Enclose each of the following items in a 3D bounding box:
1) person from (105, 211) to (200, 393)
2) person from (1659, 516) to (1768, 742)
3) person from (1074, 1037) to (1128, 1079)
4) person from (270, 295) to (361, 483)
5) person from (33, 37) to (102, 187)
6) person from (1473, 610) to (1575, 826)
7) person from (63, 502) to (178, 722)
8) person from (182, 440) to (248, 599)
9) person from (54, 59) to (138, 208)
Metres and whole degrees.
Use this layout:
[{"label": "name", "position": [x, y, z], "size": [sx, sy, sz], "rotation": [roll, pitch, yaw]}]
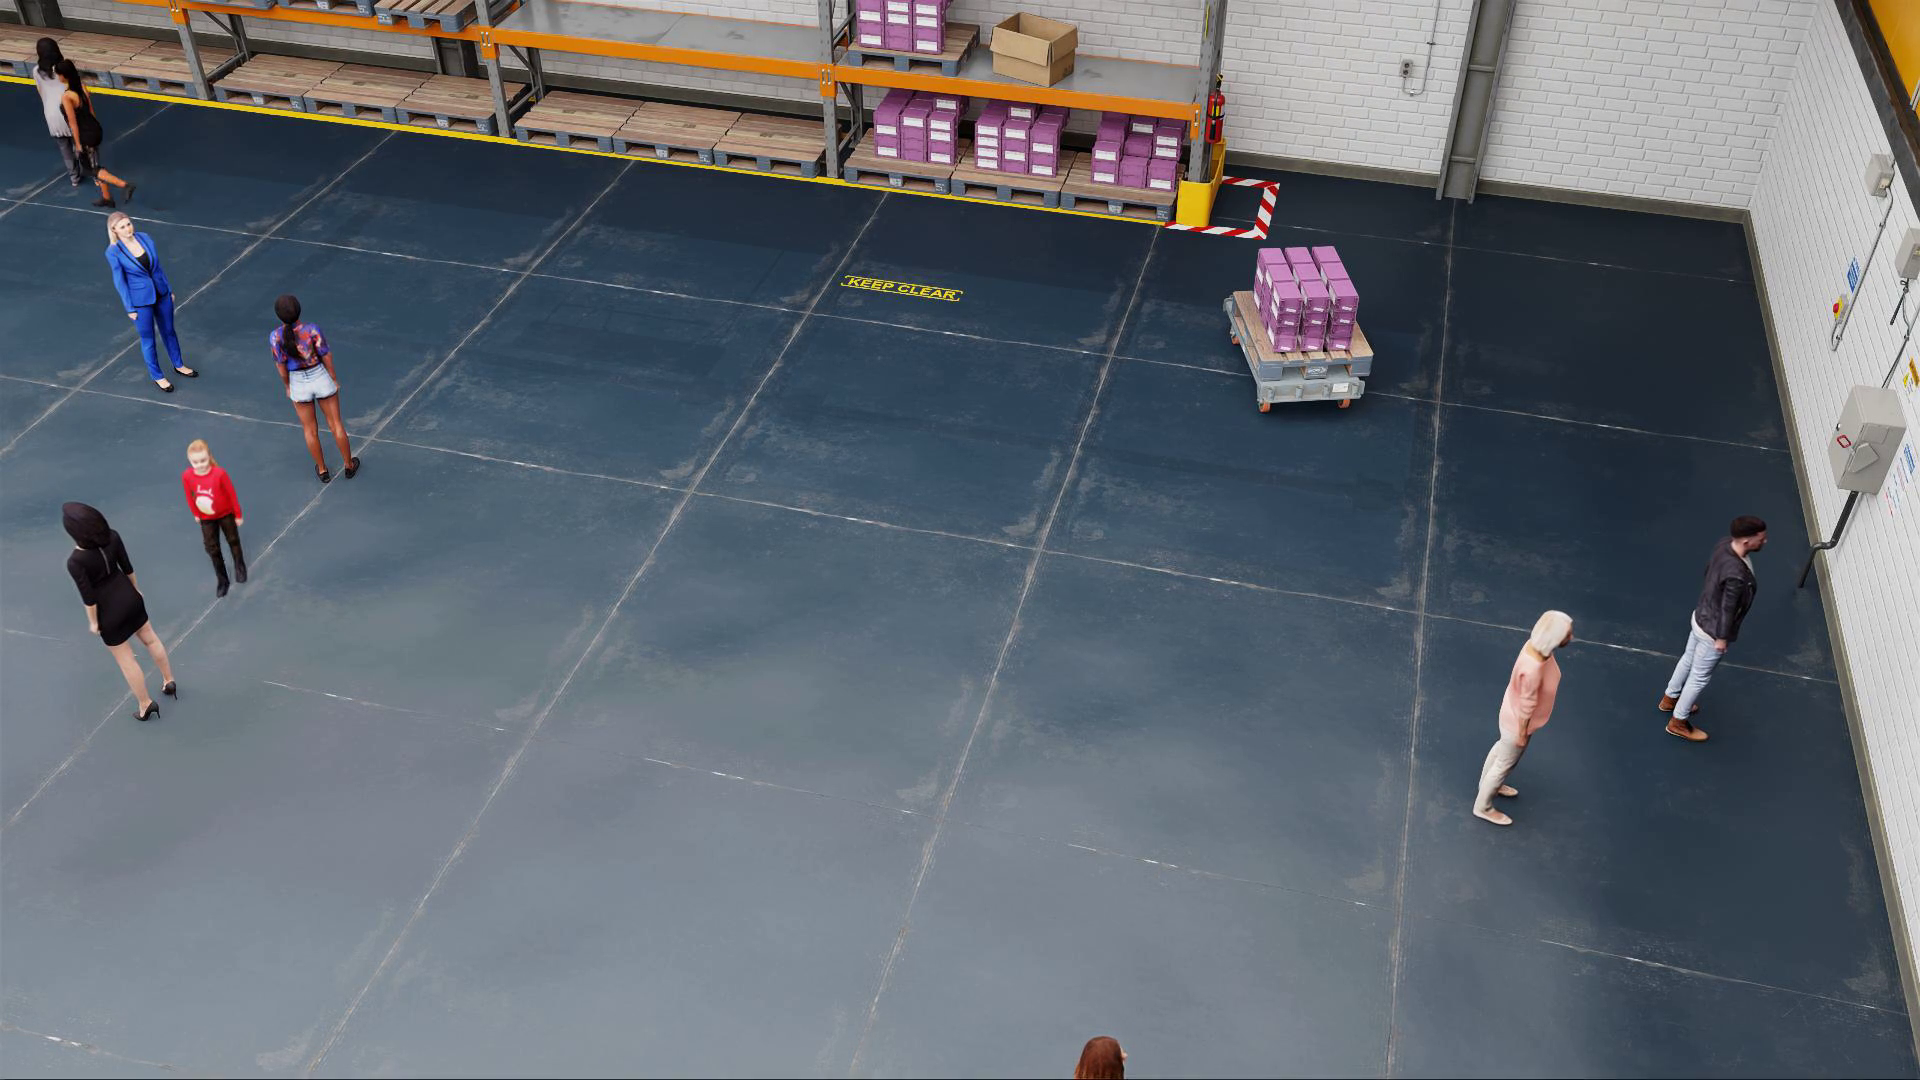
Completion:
[{"label": "person", "position": [-7.205, -2.137, 14.745], "size": [0.622, 1.700, 0.674], "rotation": [19, 42, 22]}, {"label": "person", "position": [5.095, 0.566, 11.251], "size": [0.568, 1.837, 0.677], "rotation": [5, 39, 7]}, {"label": "person", "position": [0.669, 3.019, 8.279], "size": [0.678, 1.712, 0.646], "rotation": [-11, 40, -13]}, {"label": "person", "position": [-5.302, -1.248, 13.597], "size": [0.630, 1.743, 0.732], "rotation": [-12, 40, -14]}, {"label": "person", "position": [-9.629, -4.605, 17.911], "size": [0.706, 1.604, 0.785], "rotation": [-3, 39, -4]}, {"label": "person", "position": [3.593, 1.110, 10.660], "size": [0.550, 1.722, 0.613], "rotation": [14, 41, 17]}, {"label": "person", "position": [-5.757, 0.484, 11.377], "size": [0.511, 1.806, 0.608], "rotation": [14, 41, 17]}, {"label": "person", "position": [-5.676, -0.236, 12.706], "size": [0.696, 1.273, 0.732], "rotation": [-9, 40, -12]}, {"label": "person", "position": [-9.062, -4.225, 17.393], "size": [0.858, 1.658, 0.705], "rotation": [0, 39, 1]}]
